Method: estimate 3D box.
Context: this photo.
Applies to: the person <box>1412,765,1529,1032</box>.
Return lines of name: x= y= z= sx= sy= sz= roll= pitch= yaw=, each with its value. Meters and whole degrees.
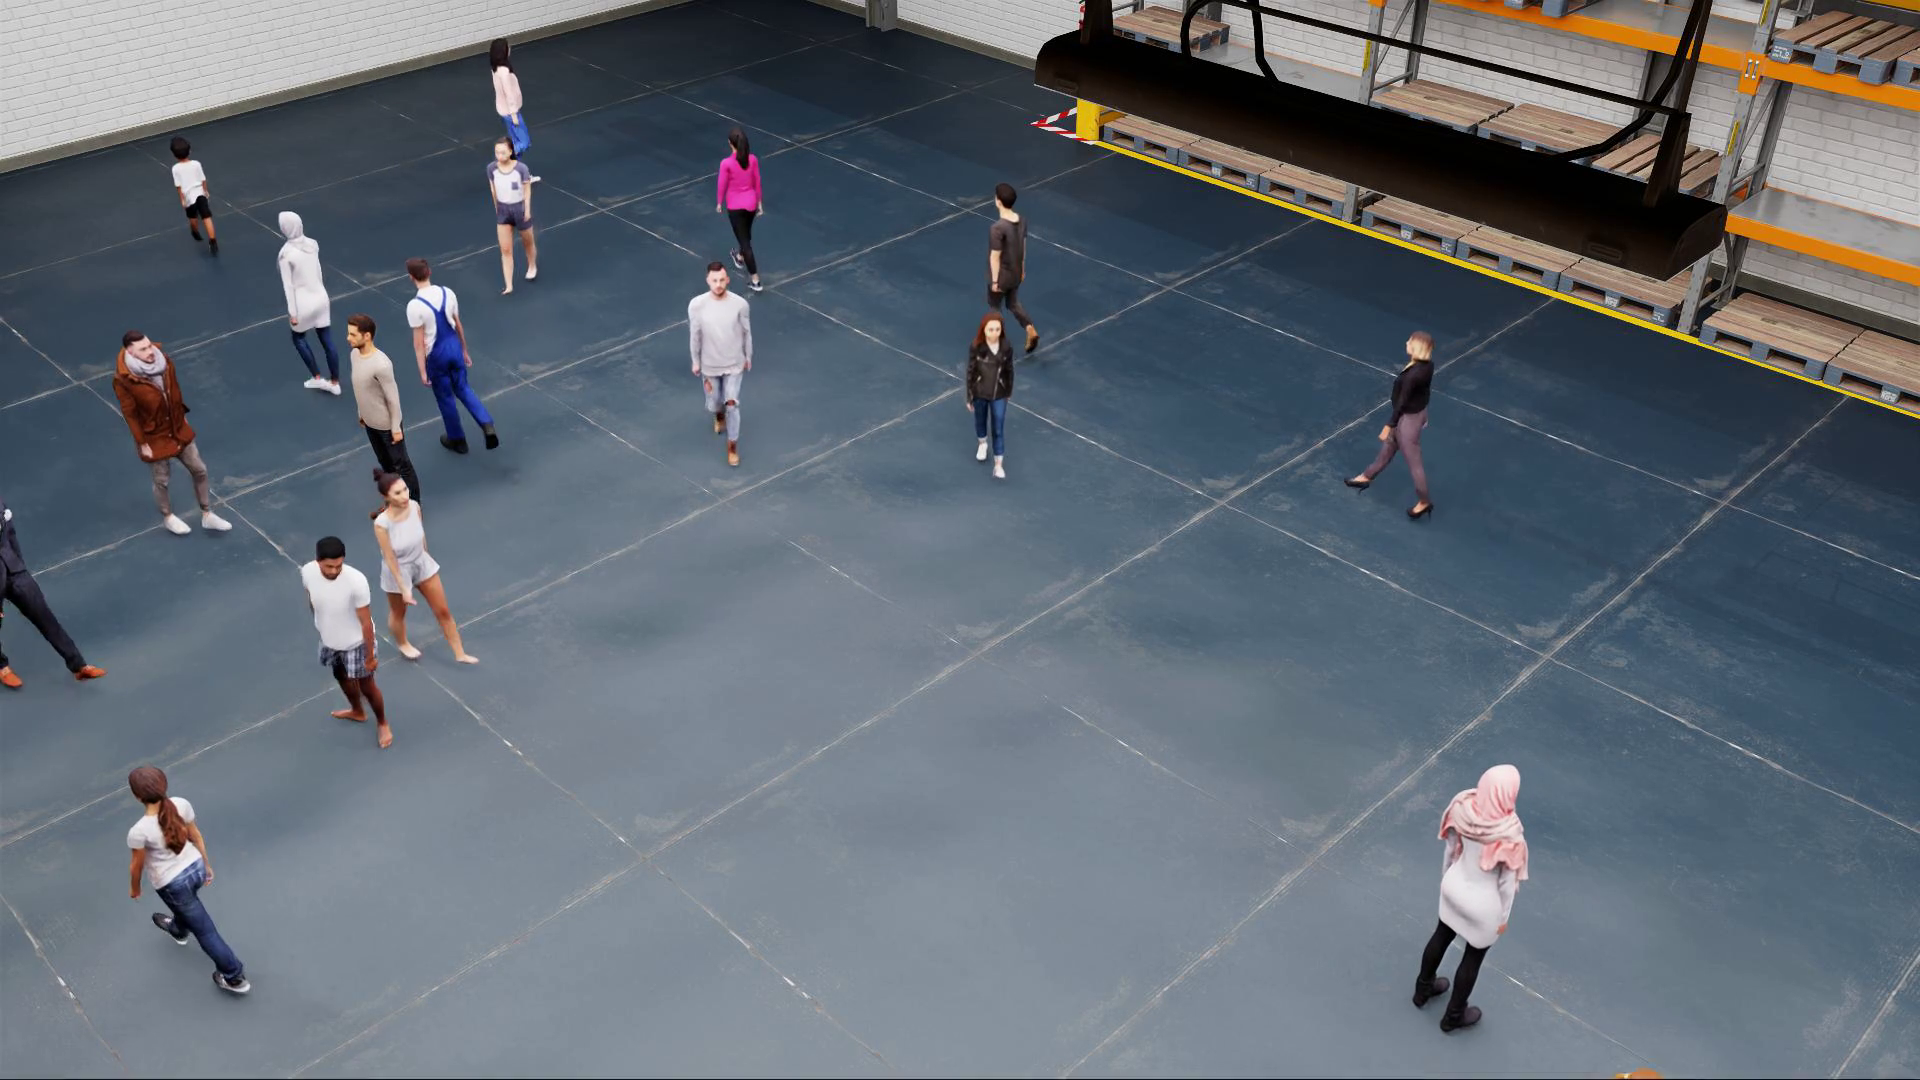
person: x=2.778 y=1.937 z=9.018 sx=0.728 sy=1.800 sz=0.580 roll=-19 pitch=38 yaw=-27

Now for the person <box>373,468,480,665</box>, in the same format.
person: x=-3.989 y=0.206 z=11.827 sx=0.979 sy=1.573 sz=0.659 roll=22 pitch=40 yaw=30

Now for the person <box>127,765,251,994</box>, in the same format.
person: x=-4.304 y=1.926 z=9.289 sx=1.113 sy=1.517 sz=0.770 roll=15 pitch=37 yaw=22

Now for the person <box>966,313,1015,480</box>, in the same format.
person: x=0.233 y=-1.282 z=14.183 sx=0.929 sy=1.442 sz=1.002 roll=-1 pitch=34 yaw=-1

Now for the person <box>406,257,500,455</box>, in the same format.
person: x=-4.356 y=-1.509 z=14.176 sx=0.979 sy=1.829 sz=0.711 roll=25 pitch=41 yaw=33

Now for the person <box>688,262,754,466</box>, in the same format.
person: x=-2.045 y=-1.564 z=14.261 sx=0.953 sy=1.826 sz=1.027 roll=-3 pitch=34 yaw=-5

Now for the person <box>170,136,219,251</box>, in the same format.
person: x=-8.297 y=-3.734 z=18.063 sx=0.586 sy=1.230 sz=0.920 roll=-22 pitch=39 yaw=-29

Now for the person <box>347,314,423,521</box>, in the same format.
person: x=-4.621 y=-0.957 z=13.311 sx=0.547 sy=1.867 sz=0.748 roll=23 pitch=40 yaw=30

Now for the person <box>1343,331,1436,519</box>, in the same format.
person: x=3.703 y=-0.875 z=13.399 sx=1.086 sy=1.633 sz=0.778 roll=19 pitch=38 yaw=26

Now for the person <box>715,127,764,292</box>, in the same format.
person: x=-2.207 y=-3.377 z=17.139 sx=0.763 sy=1.660 sz=1.142 roll=-20 pitch=38 yaw=-27

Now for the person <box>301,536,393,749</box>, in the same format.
person: x=-4.099 y=0.629 z=11.081 sx=0.673 sy=1.695 sz=0.917 roll=20 pitch=38 yaw=27

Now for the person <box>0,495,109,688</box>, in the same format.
person: x=-6.741 y=0.289 z=11.514 sx=1.263 sy=1.782 sz=0.994 roll=14 pitch=36 yaw=20

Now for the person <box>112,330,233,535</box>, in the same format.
person: x=-6.396 y=-0.857 z=13.206 sx=0.920 sy=1.815 sz=0.844 roll=17 pitch=37 yaw=23

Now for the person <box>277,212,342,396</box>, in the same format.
person: x=-5.865 y=-2.118 z=15.149 sx=0.697 sy=1.766 sz=0.709 roll=18 pitch=38 yaw=25

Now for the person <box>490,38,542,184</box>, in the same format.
person: x=-5.337 y=-4.969 z=19.442 sx=0.879 sy=1.761 sz=0.871 roll=-14 pitch=36 yaw=-20

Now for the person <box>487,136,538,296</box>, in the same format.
person: x=-4.579 y=-3.386 z=17.204 sx=1.024 sy=1.602 sz=1.075 roll=1 pitch=34 yaw=1

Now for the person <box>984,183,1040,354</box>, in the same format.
person: x=0.487 y=-2.537 z=15.842 sx=0.608 sy=1.697 sz=0.893 roll=-29 pitch=43 yaw=-36
